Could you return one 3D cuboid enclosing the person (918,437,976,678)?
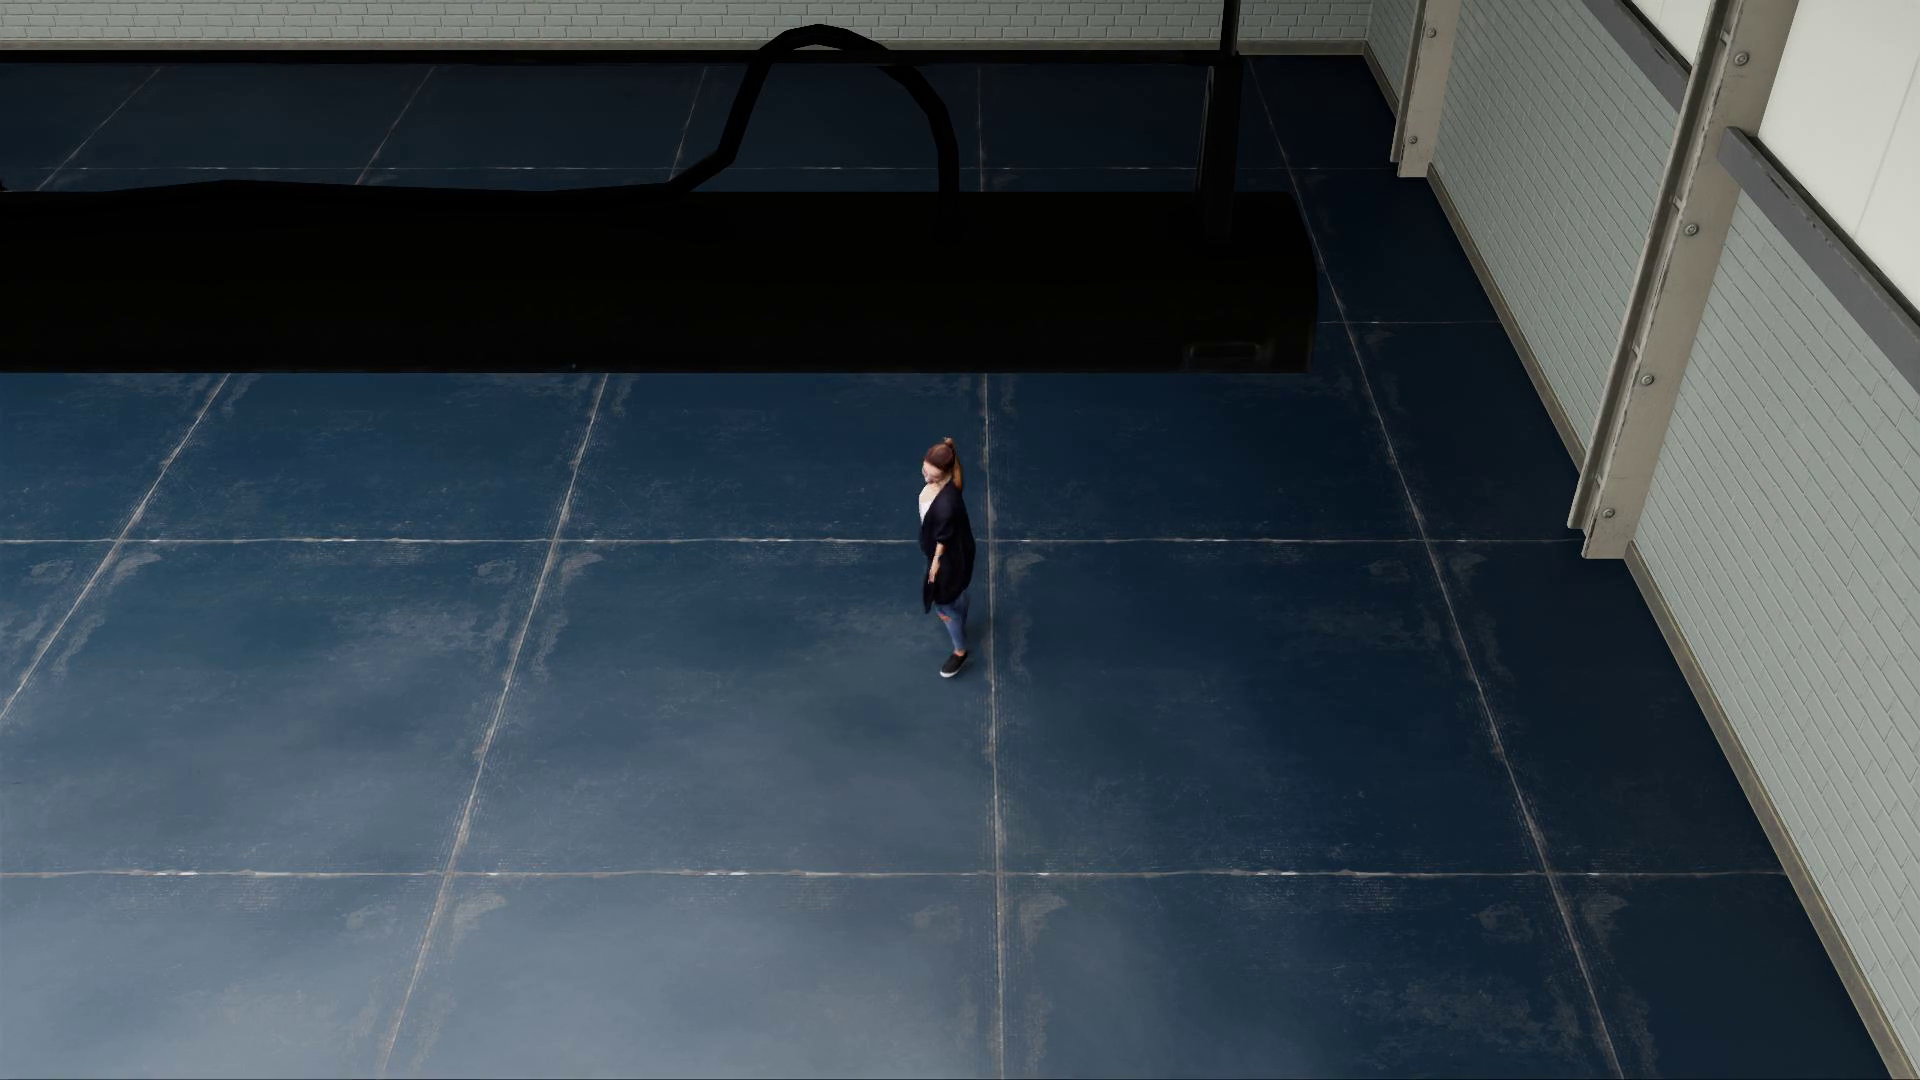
[{"bbox_3d":[-0.040,0.030,10.014,0.810,1.685,0.481,8,38,10],"label":"person"}]
